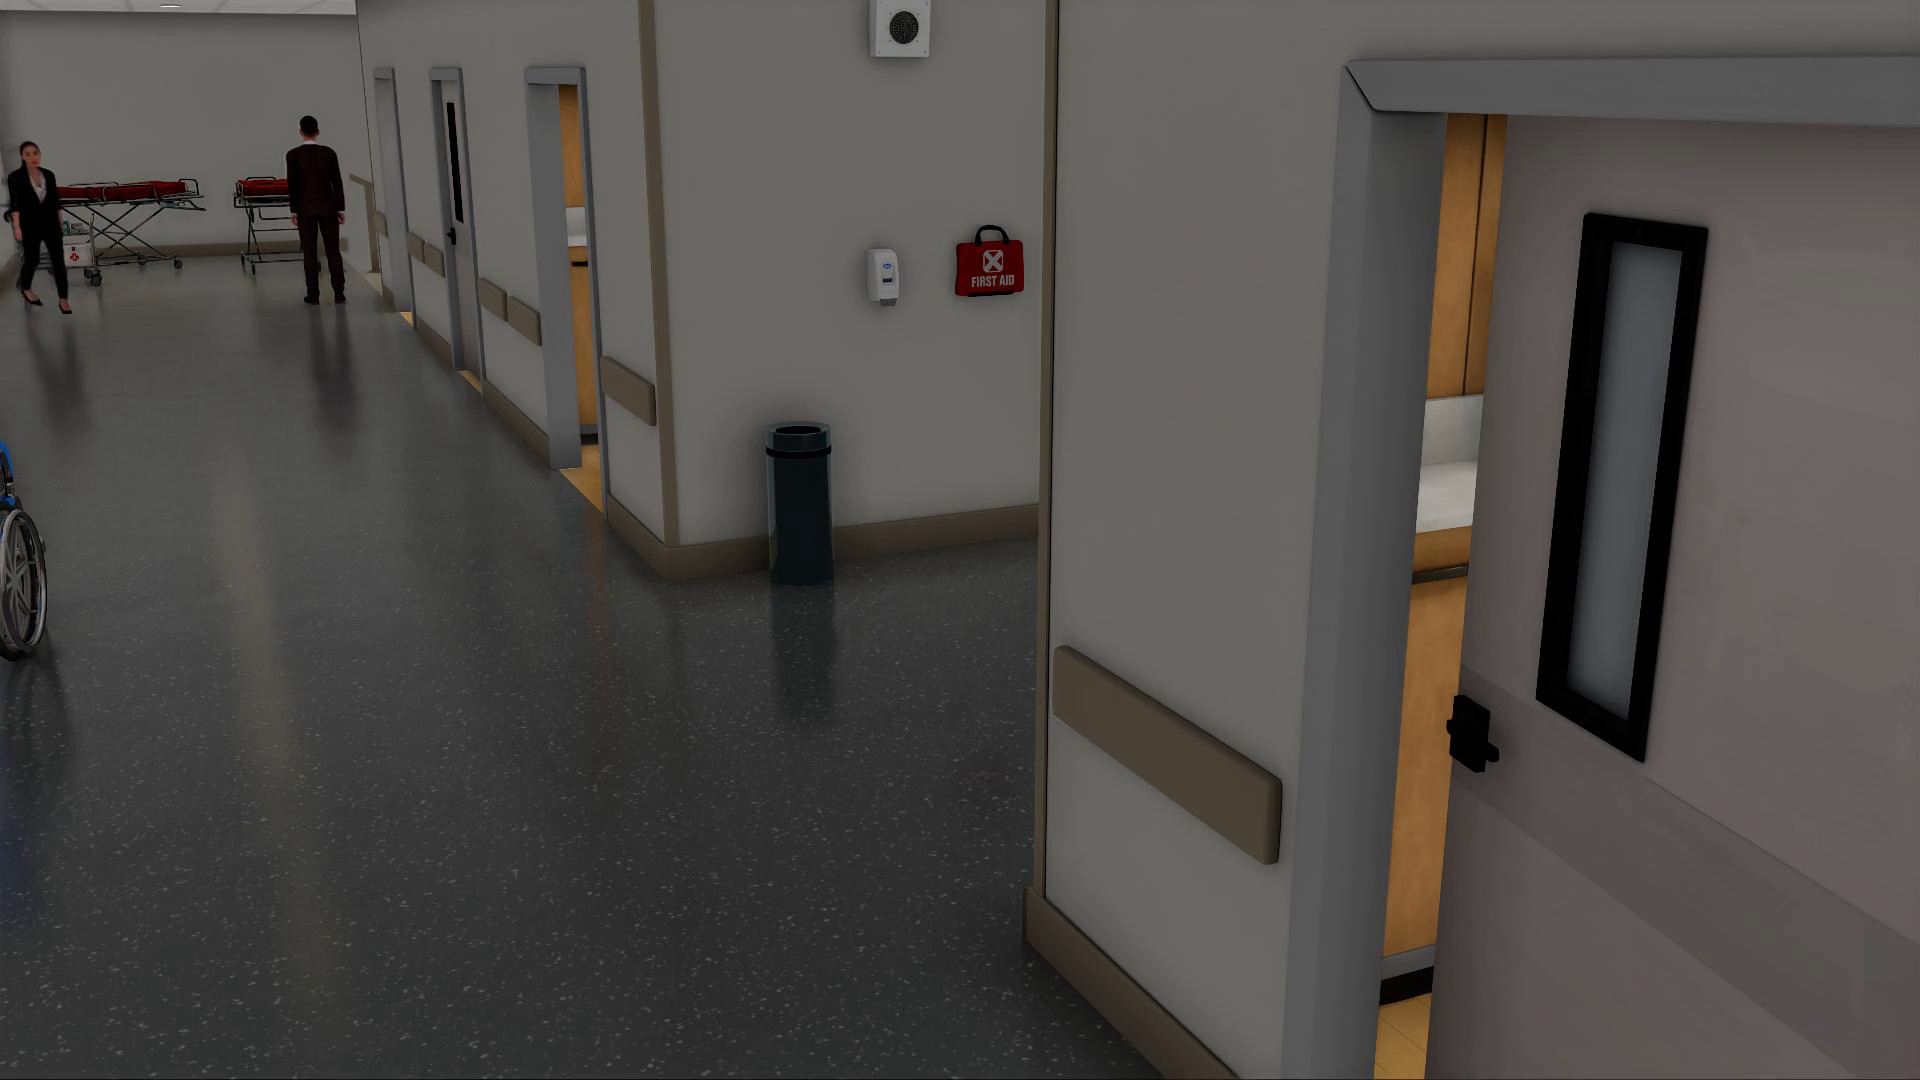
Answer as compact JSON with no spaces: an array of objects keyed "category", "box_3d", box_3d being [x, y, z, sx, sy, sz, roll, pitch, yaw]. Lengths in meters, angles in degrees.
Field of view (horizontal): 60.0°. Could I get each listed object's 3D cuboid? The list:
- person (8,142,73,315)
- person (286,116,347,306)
[{"category":"person","box_3d":[-8.870,-2.968,15.975,1.173,1.613,0.929,12,19,35]},{"category":"person","box_3d":[-6.491,-3.329,16.791,0.695,1.865,0.599,-8,18,-27]}]
